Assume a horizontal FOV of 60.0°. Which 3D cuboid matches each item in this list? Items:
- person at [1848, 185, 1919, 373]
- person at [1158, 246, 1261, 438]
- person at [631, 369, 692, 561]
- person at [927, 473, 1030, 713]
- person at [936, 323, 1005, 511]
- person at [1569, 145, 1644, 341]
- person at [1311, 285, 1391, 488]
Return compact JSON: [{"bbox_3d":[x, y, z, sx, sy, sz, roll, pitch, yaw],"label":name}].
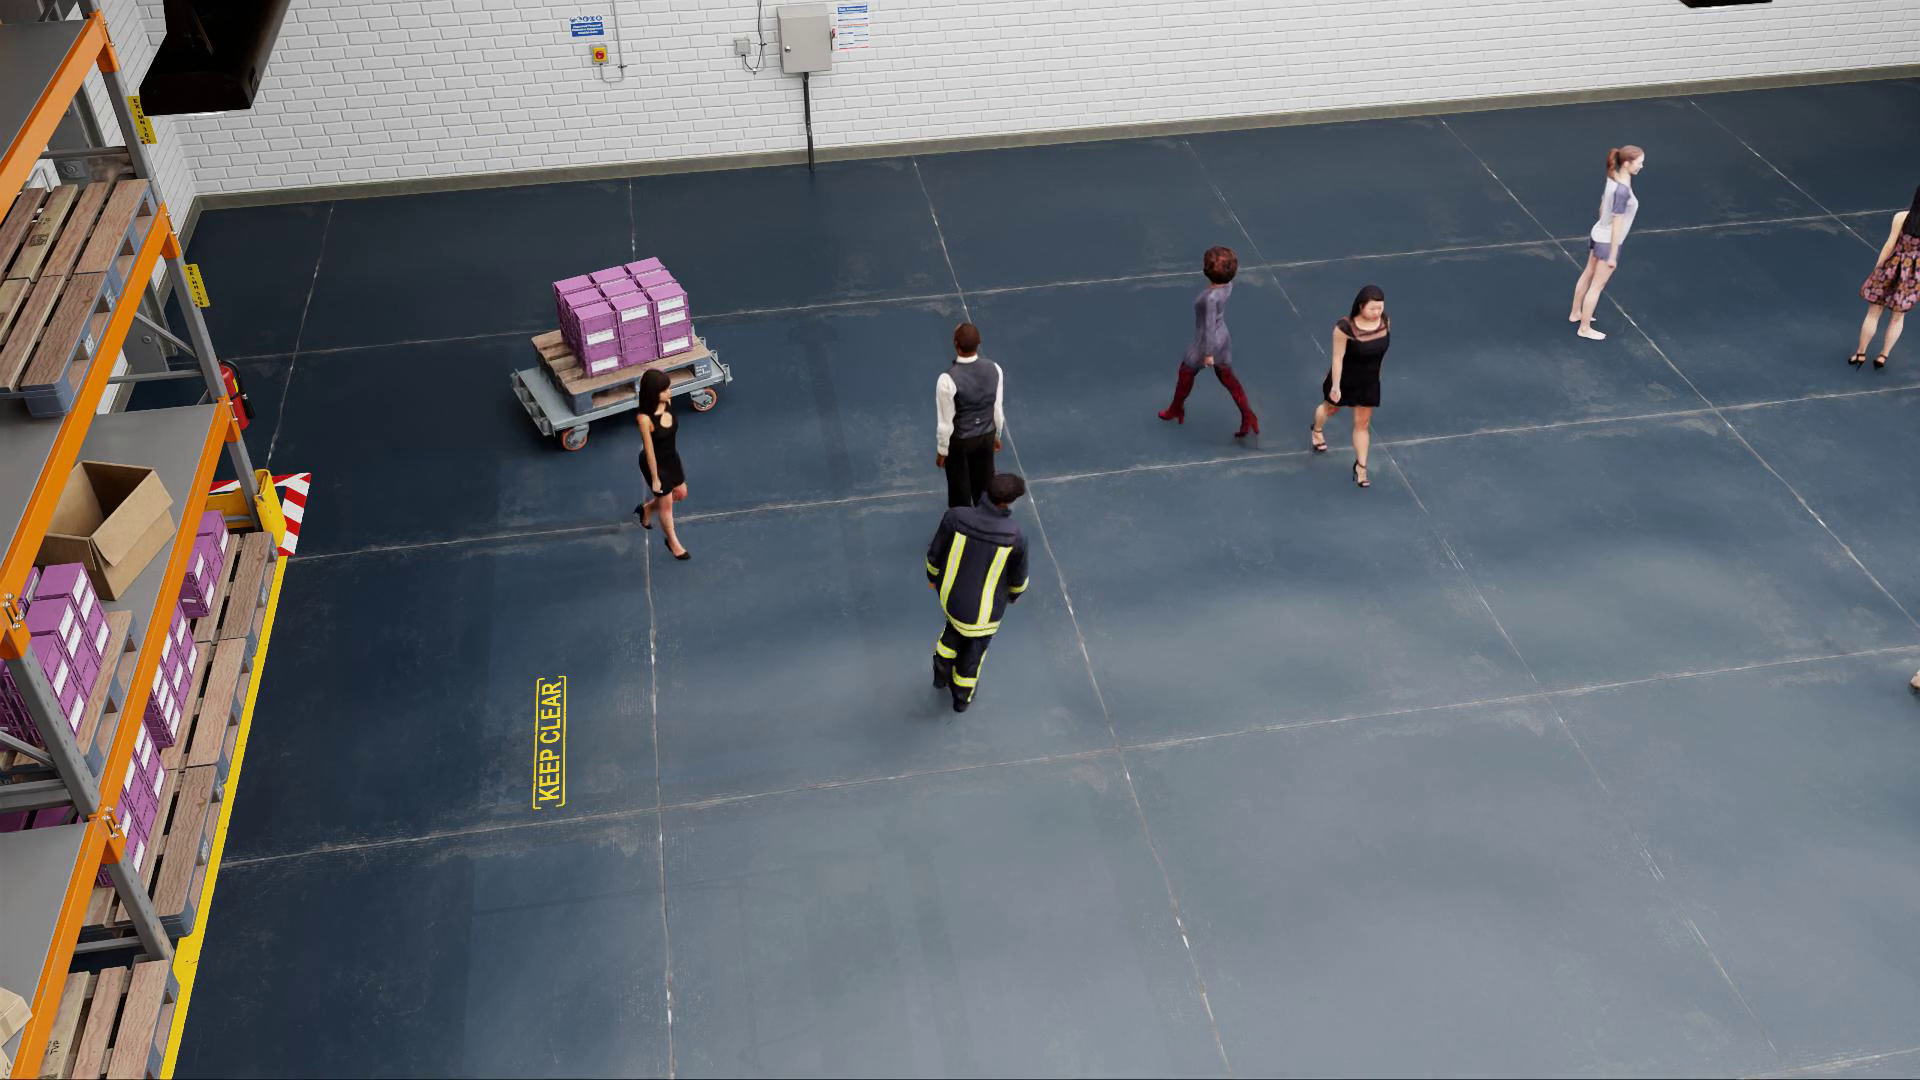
[{"bbox_3d":[7.934,-2.233,14.063,0.772,1.774,0.799,8,39,10],"label":"person"},{"bbox_3d":[2.093,-1.530,13.265,1.114,1.672,1.081,21,43,24],"label":"person"},{"bbox_3d":[-2.244,-0.557,12.078,0.834,1.633,0.797,17,42,20],"label":"person"},{"bbox_3d":[0.065,0.346,10.750,0.931,1.879,0.929,6,39,7],"label":"person"},{"bbox_3d":[0.067,-0.714,12.047,0.760,1.917,0.688,-17,42,-21],"label":"person"},{"bbox_3d":[5.656,-2.625,14.561,0.687,1.765,0.549,2,39,2],"label":"person"},{"bbox_3d":[3.002,-1.276,12.945,0.776,1.675,1.073,-13,40,-15],"label":"person"}]
